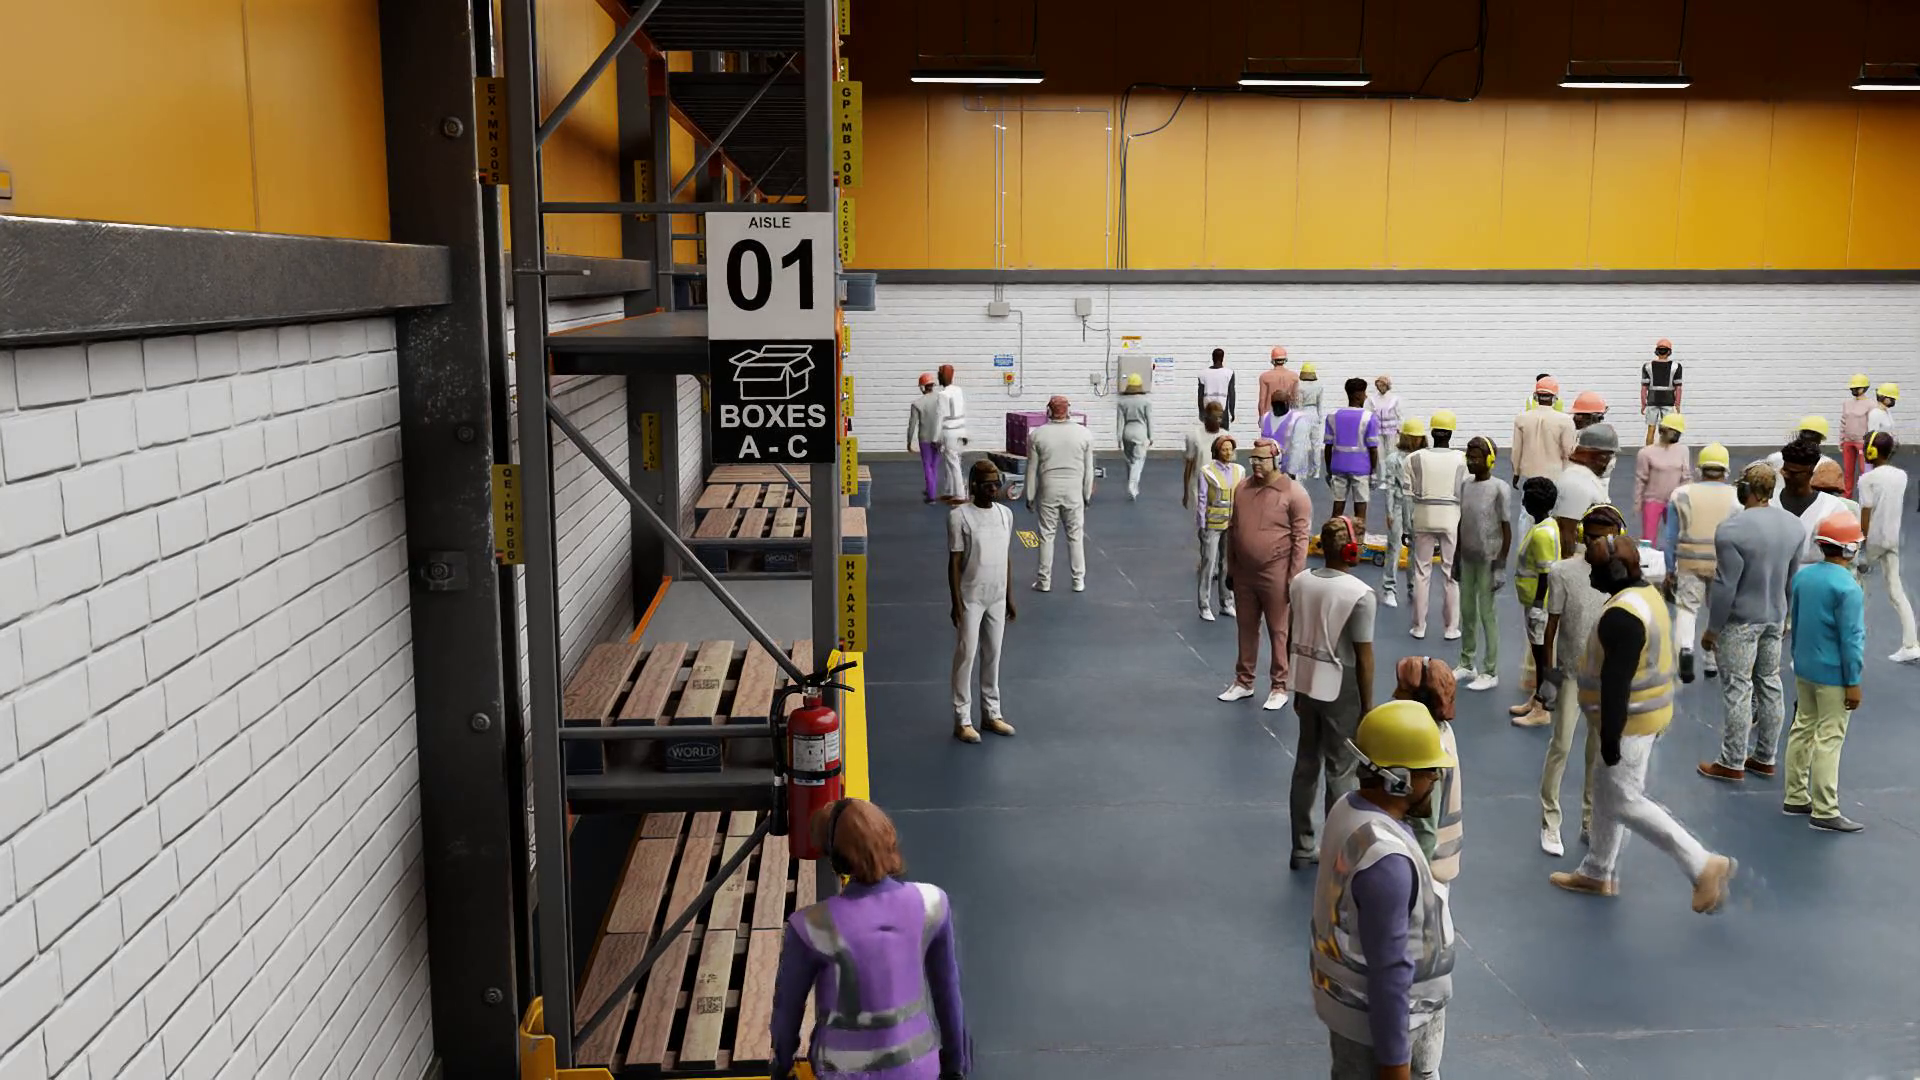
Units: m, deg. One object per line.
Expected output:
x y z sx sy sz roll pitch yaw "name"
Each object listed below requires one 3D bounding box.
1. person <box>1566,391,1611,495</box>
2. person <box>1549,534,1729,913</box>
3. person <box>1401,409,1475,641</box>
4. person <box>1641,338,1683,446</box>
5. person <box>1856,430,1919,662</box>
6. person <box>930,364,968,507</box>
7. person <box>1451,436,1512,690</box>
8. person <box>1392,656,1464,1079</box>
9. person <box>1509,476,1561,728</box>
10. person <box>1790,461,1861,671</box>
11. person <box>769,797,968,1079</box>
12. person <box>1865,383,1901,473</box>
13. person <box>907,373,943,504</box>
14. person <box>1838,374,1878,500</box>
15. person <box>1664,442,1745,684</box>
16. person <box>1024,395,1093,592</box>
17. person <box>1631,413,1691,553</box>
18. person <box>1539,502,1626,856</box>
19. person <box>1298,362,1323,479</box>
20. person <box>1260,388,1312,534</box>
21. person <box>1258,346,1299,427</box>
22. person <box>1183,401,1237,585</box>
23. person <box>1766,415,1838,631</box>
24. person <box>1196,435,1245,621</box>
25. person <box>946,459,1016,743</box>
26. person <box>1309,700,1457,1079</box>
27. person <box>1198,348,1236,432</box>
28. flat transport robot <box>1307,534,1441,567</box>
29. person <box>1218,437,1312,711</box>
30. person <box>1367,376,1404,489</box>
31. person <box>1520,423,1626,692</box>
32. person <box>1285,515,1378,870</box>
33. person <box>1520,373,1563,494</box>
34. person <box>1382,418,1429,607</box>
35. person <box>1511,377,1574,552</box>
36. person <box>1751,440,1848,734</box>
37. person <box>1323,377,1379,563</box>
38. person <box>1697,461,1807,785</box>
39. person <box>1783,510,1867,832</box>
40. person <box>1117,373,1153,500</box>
5.366 -0.256 14.315 0.370 2.044 0.608 0 9 1 "person"
3.276 0.881 7.940 0.752 1.811 0.648 6 11 32 "person"
3.975 -0.123 13.847 0.594 1.924 0.382 2 9 15 "person"
11.077 -2.161 26.293 0.607 2.040 0.378 4 10 26 "person"
7.300 0.040 13.201 0.529 1.822 0.992 -2 9 -15 "person"
-0.172 -1.367 21.826 0.700 1.864 0.628 5 10 30 "person"
3.812 0.165 12.222 0.309 1.868 0.533 -4 10 -25 "person"
1.715 1.235 6.215 0.308 1.641 0.511 3 9 16 "person"
3.891 0.414 11.185 0.322 1.698 0.533 3 10 20 "person"
6.560 0.213 12.656 0.497 1.633 0.284 7 11 36 "person"
-0.279 1.496 4.703 0.517 1.597 0.815 -6 11 -33 "person"
10.962 -0.991 19.813 0.524 1.764 0.323 -9 13 -44 "person"
-0.467 -1.373 22.306 0.585 1.719 0.747 -5 10 -29 "person"
11.650 -1.276 21.626 0.349 1.758 0.522 -4 10 -21 "person"
5.508 0.189 12.277 0.595 1.815 0.677 4 10 24 "person"
0.944 -0.444 15.994 0.663 1.896 0.402 0 9 -3 "person"
6.707 -0.364 15.954 0.537 1.730 0.542 -1 9 -9 "person"
3.295 0.728 8.706 0.519 1.865 0.327 -1 9 -3 "person"
5.193 -1.790 24.887 0.492 1.742 0.323 -4 10 -25 "person"
3.631 -0.815 18.633 0.633 1.806 0.903 8 12 42 "person"
4.670 -1.843 24.425 0.611 1.997 0.375 -1 9 -6 "person"
2.505 -0.468 16.431 0.533 1.787 0.998 -1 9 -8 "person"
6.947 -0.109 13.938 0.919 1.875 0.659 -9 13 -43 "person"
2.299 -0.111 14.670 0.521 1.640 0.306 -5 10 -28 "person"
0.151 0.391 10.874 0.506 1.846 0.346 -7 11 -36 "person"
1.230 1.361 4.873 0.404 1.824 0.586 1 9 7 "person"
3.957 -1.998 25.666 0.587 1.914 0.393 4 10 23 "person"
4.360 0.081 17.745 1.431 0.197 0.652 9 13 44 "flat transport robot"
2.120 0.232 11.677 0.636 1.911 0.406 9 13 44 "person"
6.050 -1.524 23.612 0.522 1.620 0.422 6 11 35 "person"
4.440 0.133 11.878 0.786 2.000 0.695 2 9 15 "person"
1.847 0.792 8.350 0.392 1.846 0.564 -5 10 -30 "person"
7.993 -1.444 22.854 0.541 1.696 0.316 9 13 44 "person"
4.121 -0.252 15.234 0.491 1.741 0.320 -2 9 -12 "person"
6.012 -0.686 17.170 0.622 1.991 0.389 6 11 32 "person"
5.507 0.311 11.009 0.608 1.962 0.374 8 12 42 "person"
4.146 -0.744 17.626 0.608 1.963 0.371 7 11 36 "person"
4.712 0.494 9.934 0.627 1.941 0.370 -3 10 -20 "person"
4.786 0.709 9.149 0.319 1.755 0.562 -1 9 -4 "person"
2.347 -1.406 22.567 0.482 1.714 0.818 4 10 22 "person"
